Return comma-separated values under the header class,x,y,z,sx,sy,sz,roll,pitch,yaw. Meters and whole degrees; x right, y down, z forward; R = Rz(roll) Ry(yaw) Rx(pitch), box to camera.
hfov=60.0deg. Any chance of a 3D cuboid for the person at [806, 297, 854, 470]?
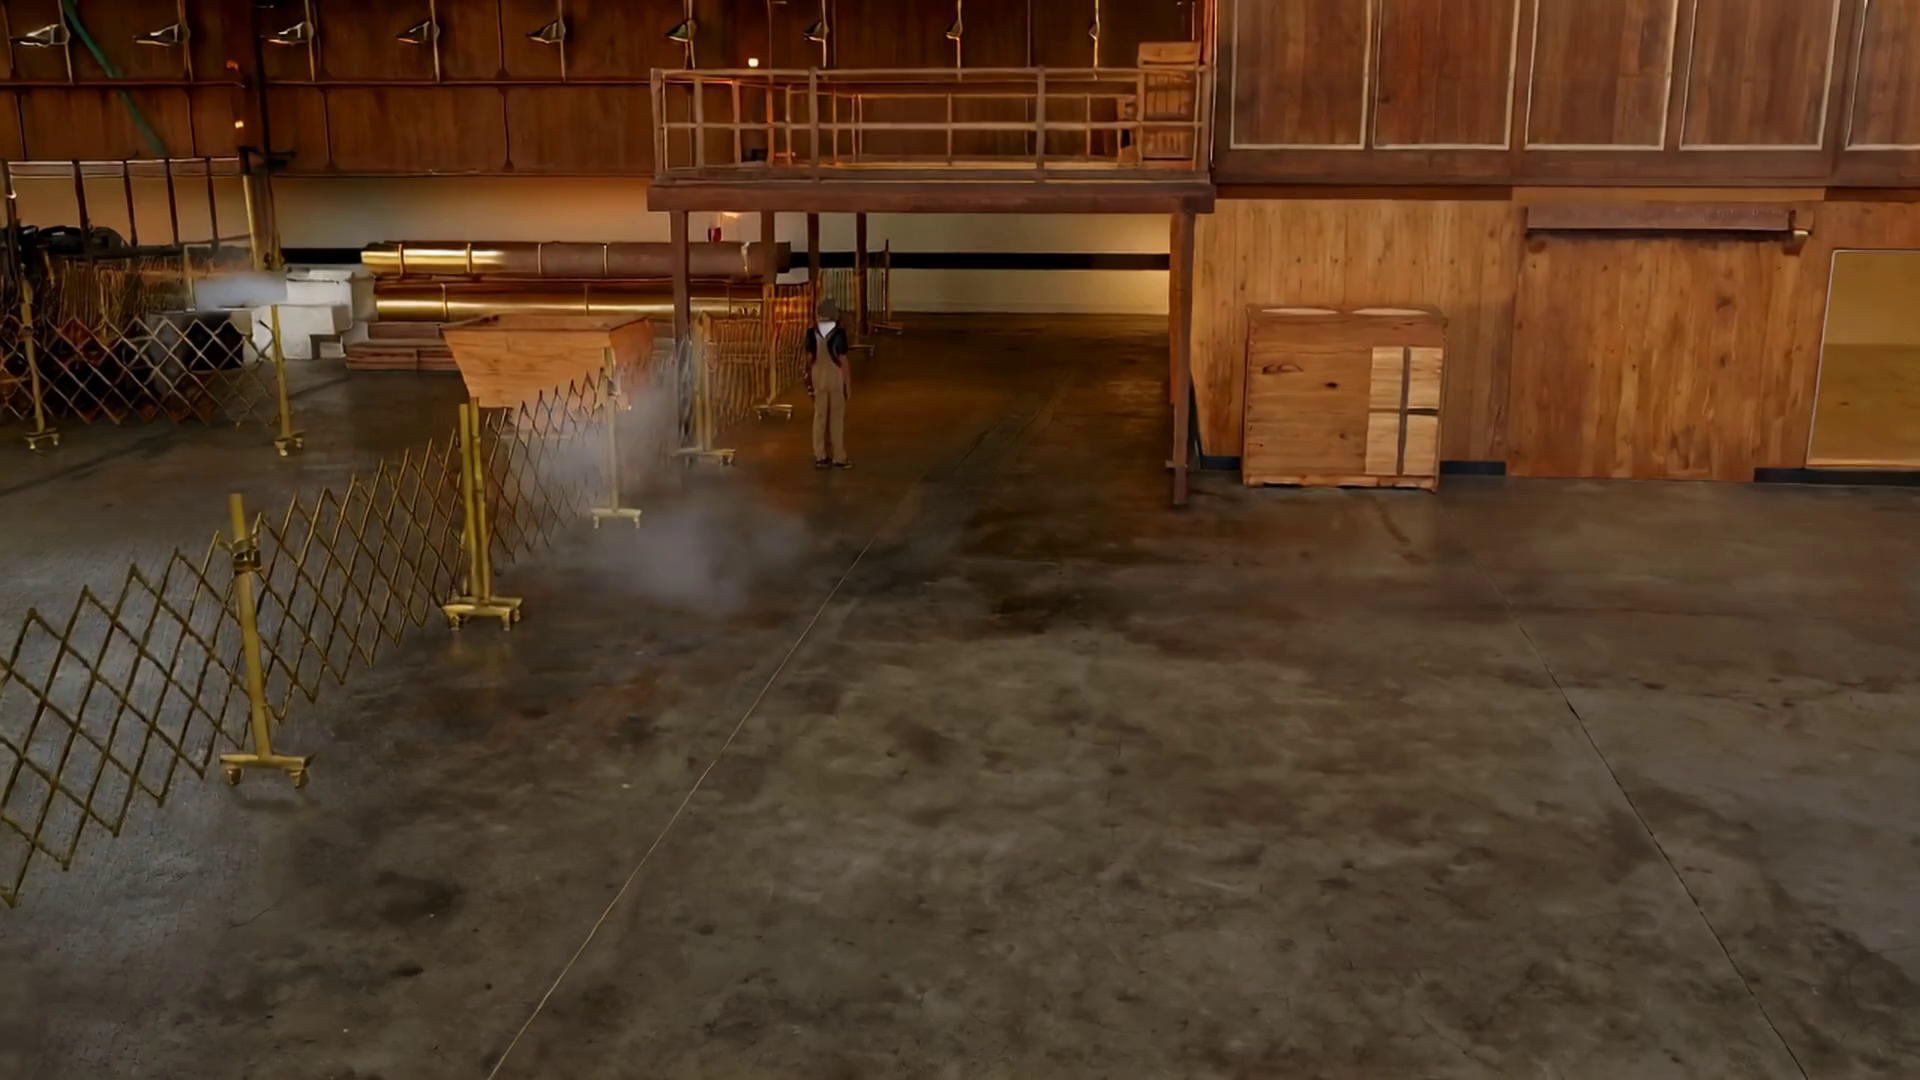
class,x,y,z,sx,sy,sz,roll,pitch,yaw
person,-1.393,-1.673,17.788,0.515,1.843,0.333,6,15,25
